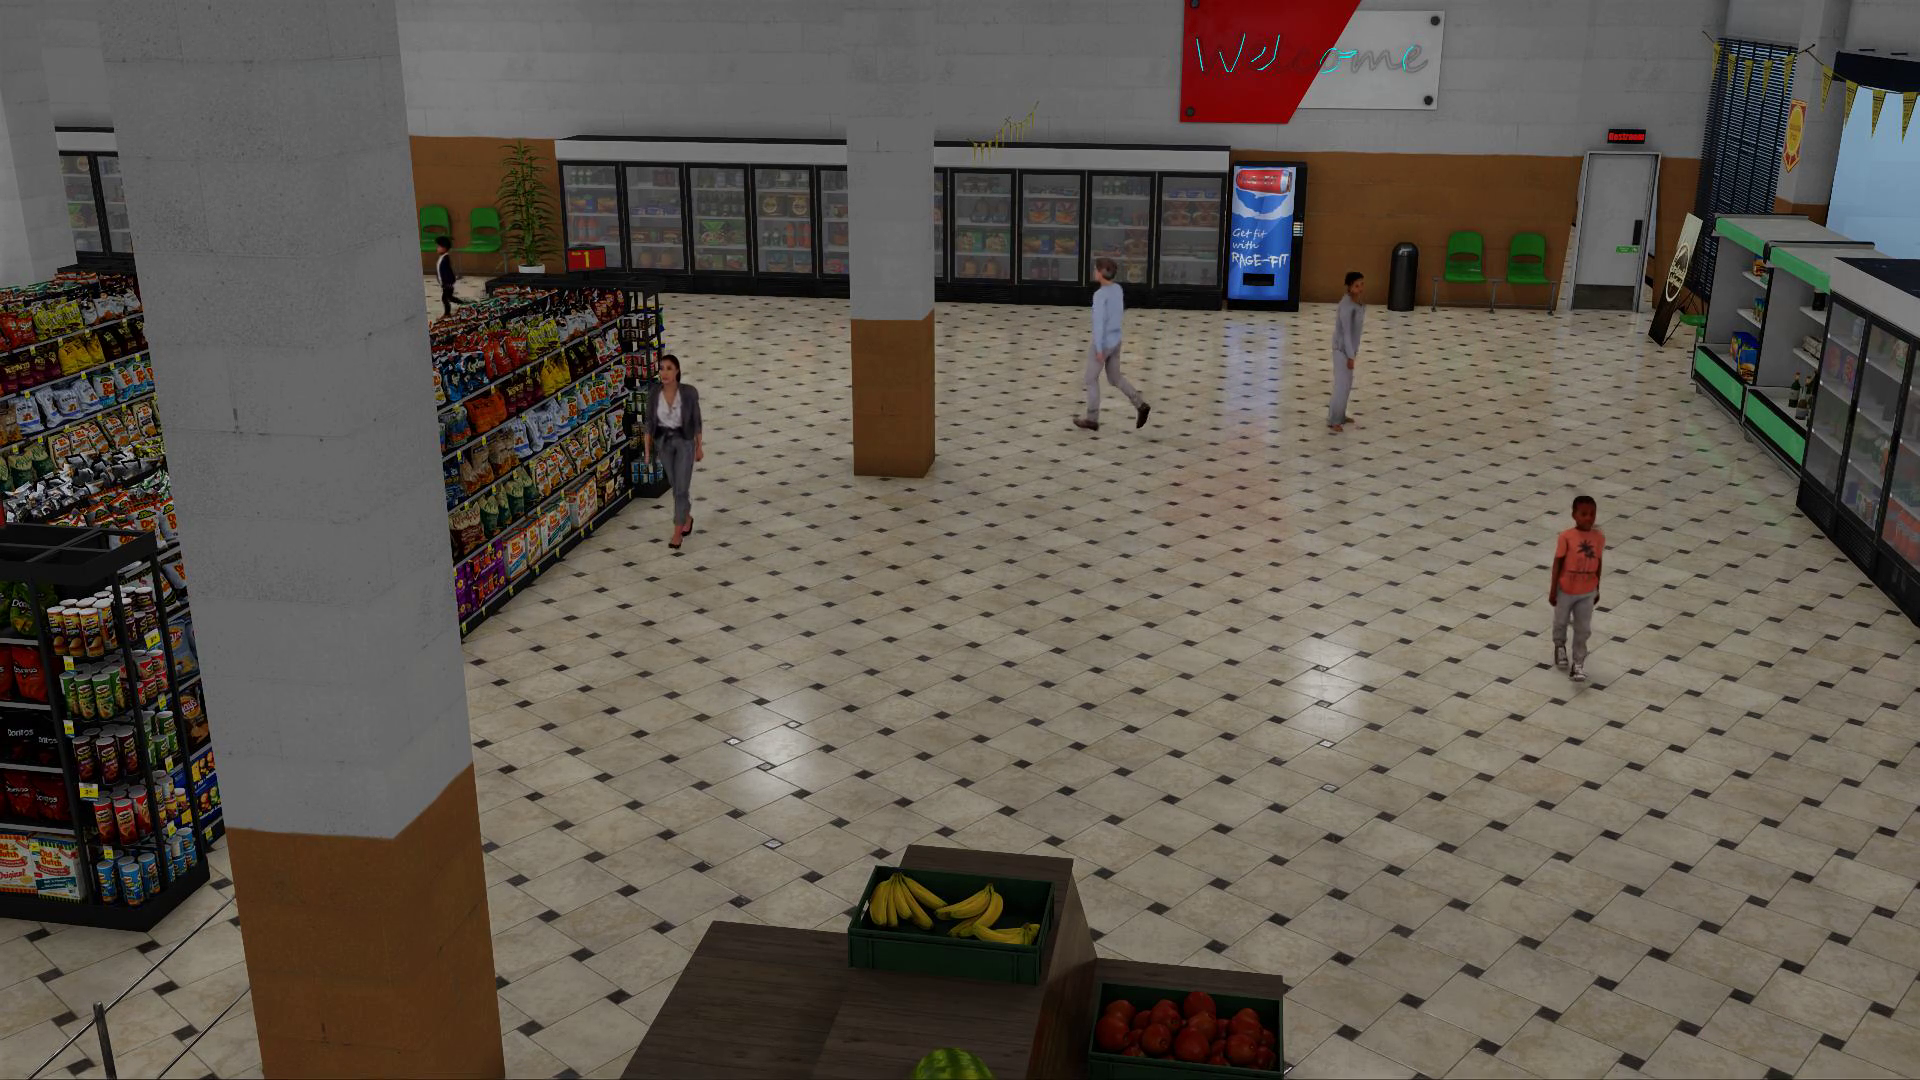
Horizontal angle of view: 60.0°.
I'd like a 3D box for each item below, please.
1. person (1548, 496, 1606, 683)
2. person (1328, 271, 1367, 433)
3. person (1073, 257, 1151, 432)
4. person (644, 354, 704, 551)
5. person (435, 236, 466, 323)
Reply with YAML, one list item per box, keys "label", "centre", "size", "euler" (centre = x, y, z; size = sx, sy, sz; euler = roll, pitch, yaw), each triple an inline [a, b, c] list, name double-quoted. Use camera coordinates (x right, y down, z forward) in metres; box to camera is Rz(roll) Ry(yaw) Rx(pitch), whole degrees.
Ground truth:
- label: "person"
  centre: [4.262, 0.313, 11.563]
  size: [0.500, 1.281, 0.873]
  euler: [3, 19, 10]
- label: "person"
  centre: [4.164, -2.072, 17.951]
  size: [0.874, 1.719, 0.585]
  euler: [3, 19, 8]
- label: "person"
  centre: [1.636, -2.044, 17.638]
  size: [1.062, 1.866, 1.150]
  euler: [14, 23, 35]
- label: "person"
  centre: [-2.405, -0.769, 14.220]
  size: [0.661, 1.633, 1.033]
  euler: [2, 19, 6]
- label: "person"
  centre: [-7.199, -3.680, 23.508]
  size: [0.798, 1.215, 0.773]
  euler: [-9, 21, -24]
